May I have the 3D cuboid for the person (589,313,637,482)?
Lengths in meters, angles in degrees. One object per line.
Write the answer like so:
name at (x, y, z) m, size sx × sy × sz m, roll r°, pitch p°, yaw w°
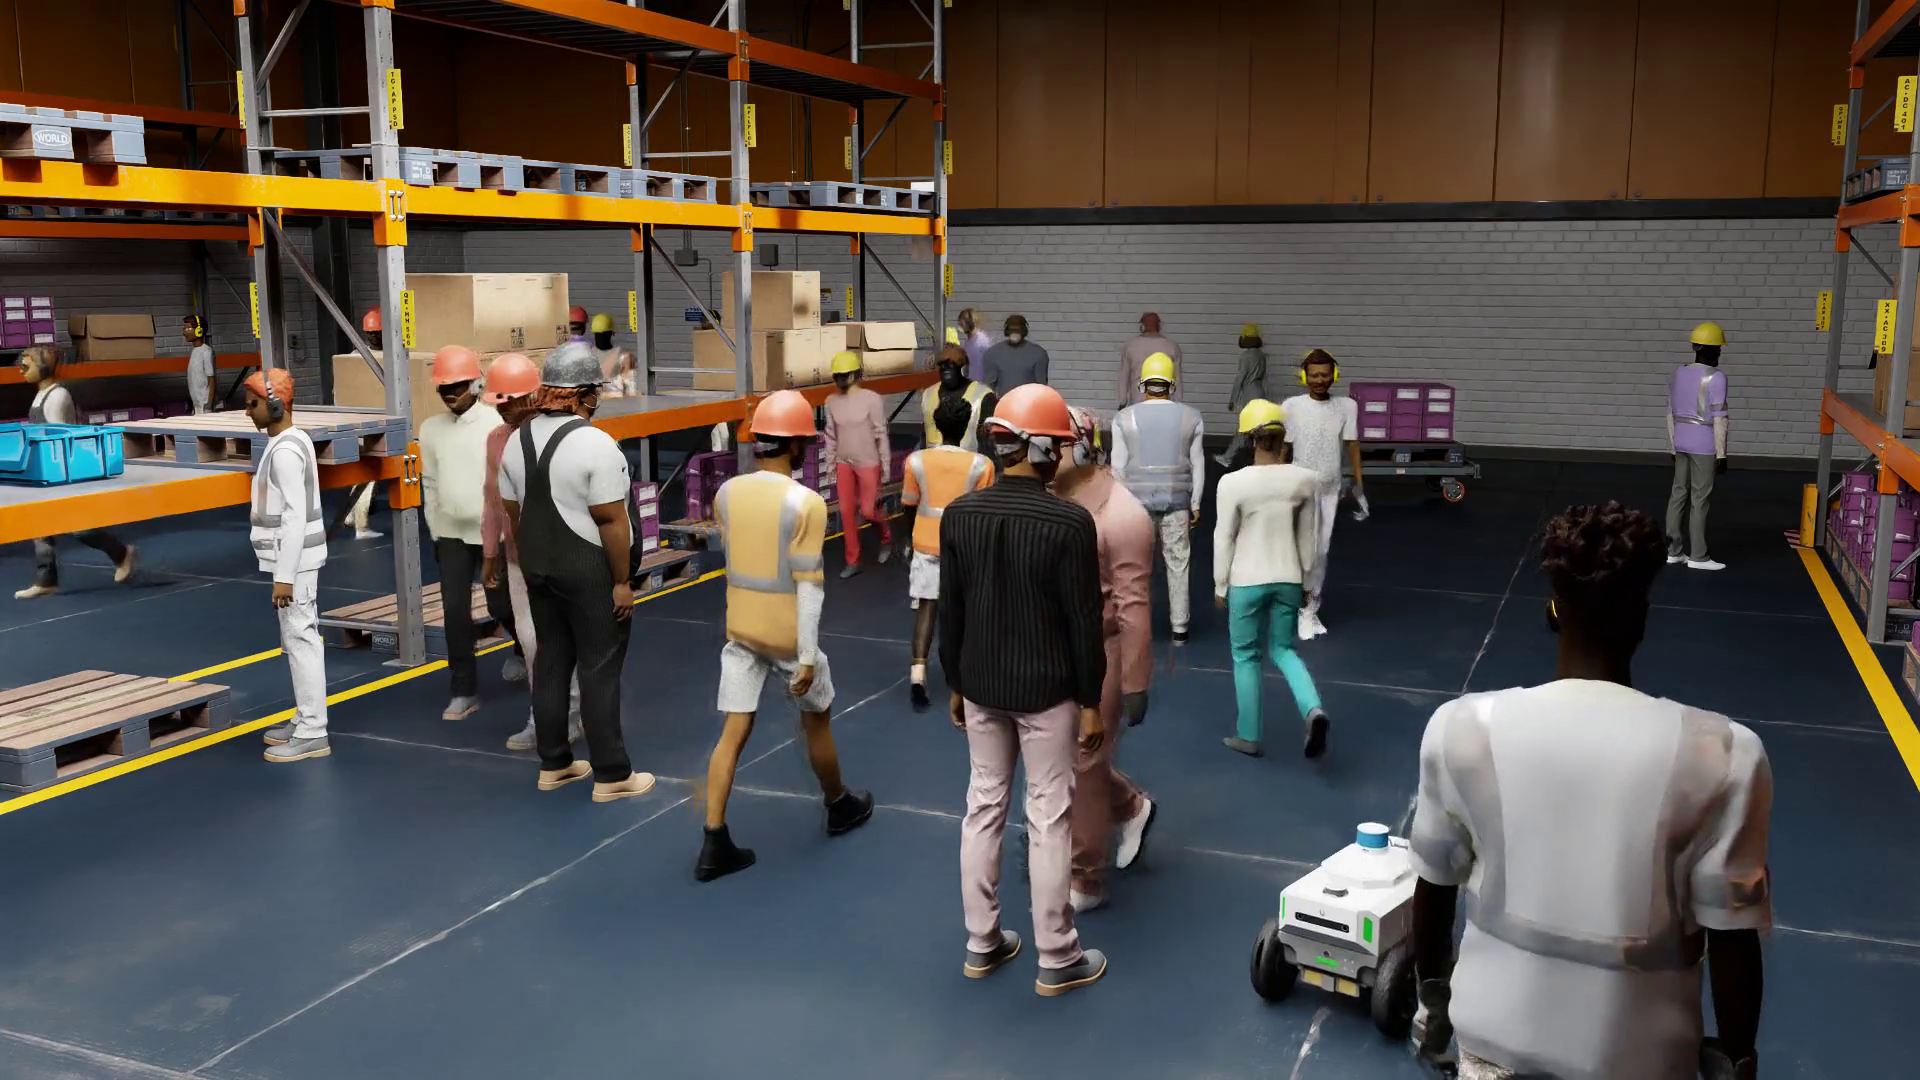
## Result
person at (-3.506, -1.338, 16.769) m, size 0.601 × 1.907 × 0.790 m, roll 4°, pitch 10°, yaw 25°

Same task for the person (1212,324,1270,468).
person at (3.276, -1.620, 19.106) m, size 0.913 × 1.695 × 0.506 m, roll 7°, pitch 12°, yaw 36°

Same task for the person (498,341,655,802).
person at (-1.676, 0.132, 7.440) m, size 0.674 × 2.000 × 0.535 m, roll 6°, pitch 11°, yaw 33°

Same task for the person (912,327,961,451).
person at (-0.276, -1.448, 17.993) m, size 0.821 × 1.721 × 0.526 m, roll 0°, pitch 9°, yaw 2°

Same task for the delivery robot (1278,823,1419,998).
delivery robot at (1.333, 1.163, 5.401) m, size 0.477 × 0.478 × 0.707 m, roll 7°, pitch 12°, yaw 38°

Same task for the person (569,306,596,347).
person at (-4.248, -1.635, 18.500) m, size 0.558 × 1.926 × 0.630 m, roll 3°, pitch 10°, yaw 15°

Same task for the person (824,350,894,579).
person at (-0.763, -0.581, 12.637) m, size 0.558 × 1.740 × 0.559 m, roll 5°, pitch 11°, yaw 28°

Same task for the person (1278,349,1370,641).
person at (2.312, -0.283, 10.560) m, size 0.537 × 1.842 × 0.623 m, roll -1°, pitch 9°, yaw -8°

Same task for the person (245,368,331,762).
person at (-3.232, 0.118, 8.001) m, size 0.355 × 1.884 × 0.573 m, roll -3°, pitch 10°, yaw -20°

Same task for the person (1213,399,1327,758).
person at (1.482, 0.212, 7.872) m, size 0.523 × 1.745 × 0.583 m, roll -3°, pitch 10°, yaw -18°

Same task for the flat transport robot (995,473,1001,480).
flat transport robot at (0.617, -0.525, 16.770) m, size 0.652 × 0.197 × 1.431 m, roll -6°, pitch 11°, yaw -31°

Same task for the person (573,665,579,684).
person at (-1.987, 0.174, 8.532) m, size 0.495 × 1.587 × 0.816 m, roll 0°, pitch 9°, yaw -1°

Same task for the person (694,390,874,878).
person at (-0.717, 0.348, 6.613) m, size 0.546 × 1.887 × 0.997 m, roll 5°, pitch 11°, yaw 29°

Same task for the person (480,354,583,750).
person at (-2.042, 0.085, 7.979) m, size 0.737 × 1.954 × 0.510 m, roll 7°, pitch 12°, yaw 36°

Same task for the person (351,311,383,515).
person at (-5.522, -1.203, 15.843) m, size 0.543 × 1.939 × 0.355 m, roll -2°, pitch 10°, yaw -14°

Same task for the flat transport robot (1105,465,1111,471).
flat transport robot at (1.355, -0.650, 17.532) m, size 1.431 × 0.197 × 0.652 m, roll -6°, pitch 11°, yaw -31°

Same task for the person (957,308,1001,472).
person at (0.236, -1.566, 18.103) m, size 0.541 × 1.917 × 0.654 m, roll -1°, pitch 9°, yaw -7°

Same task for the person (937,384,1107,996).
person at (0.216, 0.487, 5.451) m, size 0.609 × 1.988 × 0.392 m, roll 7°, pitch 11°, yaw 35°

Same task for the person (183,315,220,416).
person at (-7.737, -1.354, 16.968) m, size 0.329 × 1.872 × 0.508 m, roll -8°, pitch 12°, yaw -39°

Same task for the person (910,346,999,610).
person at (-0.058, -0.412, 11.404) m, size 0.634 × 1.812 × 0.767 m, roll 4°, pitch 10°, yaw 25°

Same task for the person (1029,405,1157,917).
person at (0.501, 0.424, 6.165) m, size 0.653 × 1.879 × 0.685 m, roll -7°, pitch 11°, yaw -35°

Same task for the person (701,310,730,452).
person at (-2.857, -1.741, 19.338) m, size 0.316 × 1.865 × 0.500 m, roll -6°, pitch 11°, yaw -30°

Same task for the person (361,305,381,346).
person at (-7.149, -1.934, 20.423) m, size 0.571 × 1.883 × 0.872 m, roll 7°, pitch 11°, yaw 35°

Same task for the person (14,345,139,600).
person at (-6.396, -0.493, 11.907) m, size 0.519 × 1.818 × 0.733 m, roll 9°, pitch 13°, yaw 42°

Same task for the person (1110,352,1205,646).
person at (1.222, -0.244, 10.346) m, size 0.587 × 1.835 × 0.404 m, roll 0°, pitch 9°, yaw 1°

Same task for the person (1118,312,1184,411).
person at (2.032, -1.470, 17.665) m, size 0.695 × 1.871 × 0.592 m, roll 2°, pitch 10°, yaw 10°

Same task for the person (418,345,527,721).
person at (-2.529, -0.065, 8.866) m, size 0.628 × 1.965 × 0.743 m, roll 2°, pitch 10°, yaw 11°

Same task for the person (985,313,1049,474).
person at (0.560, -1.272, 16.345) m, size 0.633 × 1.918 × 0.632 m, roll 2°, pitch 10°, yaw 9°

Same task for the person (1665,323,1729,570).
person at (5.773, -0.729, 13.003) m, size 0.367 × 1.927 × 0.587 m, roll -3°, pitch 10°, yaw -19°

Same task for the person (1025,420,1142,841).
person at (0.449, 0.381, 6.726) m, size 0.600 × 1.790 × 0.827 m, roll 2°, pitch 10°, yaw 13°

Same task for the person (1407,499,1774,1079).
person at (1.175, 0.892, 3.148) m, size 0.645 × 1.930 × 0.616 m, roll 5°, pitch 10°, yaw 26°

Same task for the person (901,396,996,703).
person at (-0.075, 0.049, 9.086) m, size 0.546 × 1.665 × 0.813 m, roll 2°, pitch 9°, yaw 9°

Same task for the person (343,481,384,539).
person at (-5.166, -0.810, 14.424) m, size 0.520 × 1.617 × 0.353 m, roll 8°, pitch 12°, yaw 40°
